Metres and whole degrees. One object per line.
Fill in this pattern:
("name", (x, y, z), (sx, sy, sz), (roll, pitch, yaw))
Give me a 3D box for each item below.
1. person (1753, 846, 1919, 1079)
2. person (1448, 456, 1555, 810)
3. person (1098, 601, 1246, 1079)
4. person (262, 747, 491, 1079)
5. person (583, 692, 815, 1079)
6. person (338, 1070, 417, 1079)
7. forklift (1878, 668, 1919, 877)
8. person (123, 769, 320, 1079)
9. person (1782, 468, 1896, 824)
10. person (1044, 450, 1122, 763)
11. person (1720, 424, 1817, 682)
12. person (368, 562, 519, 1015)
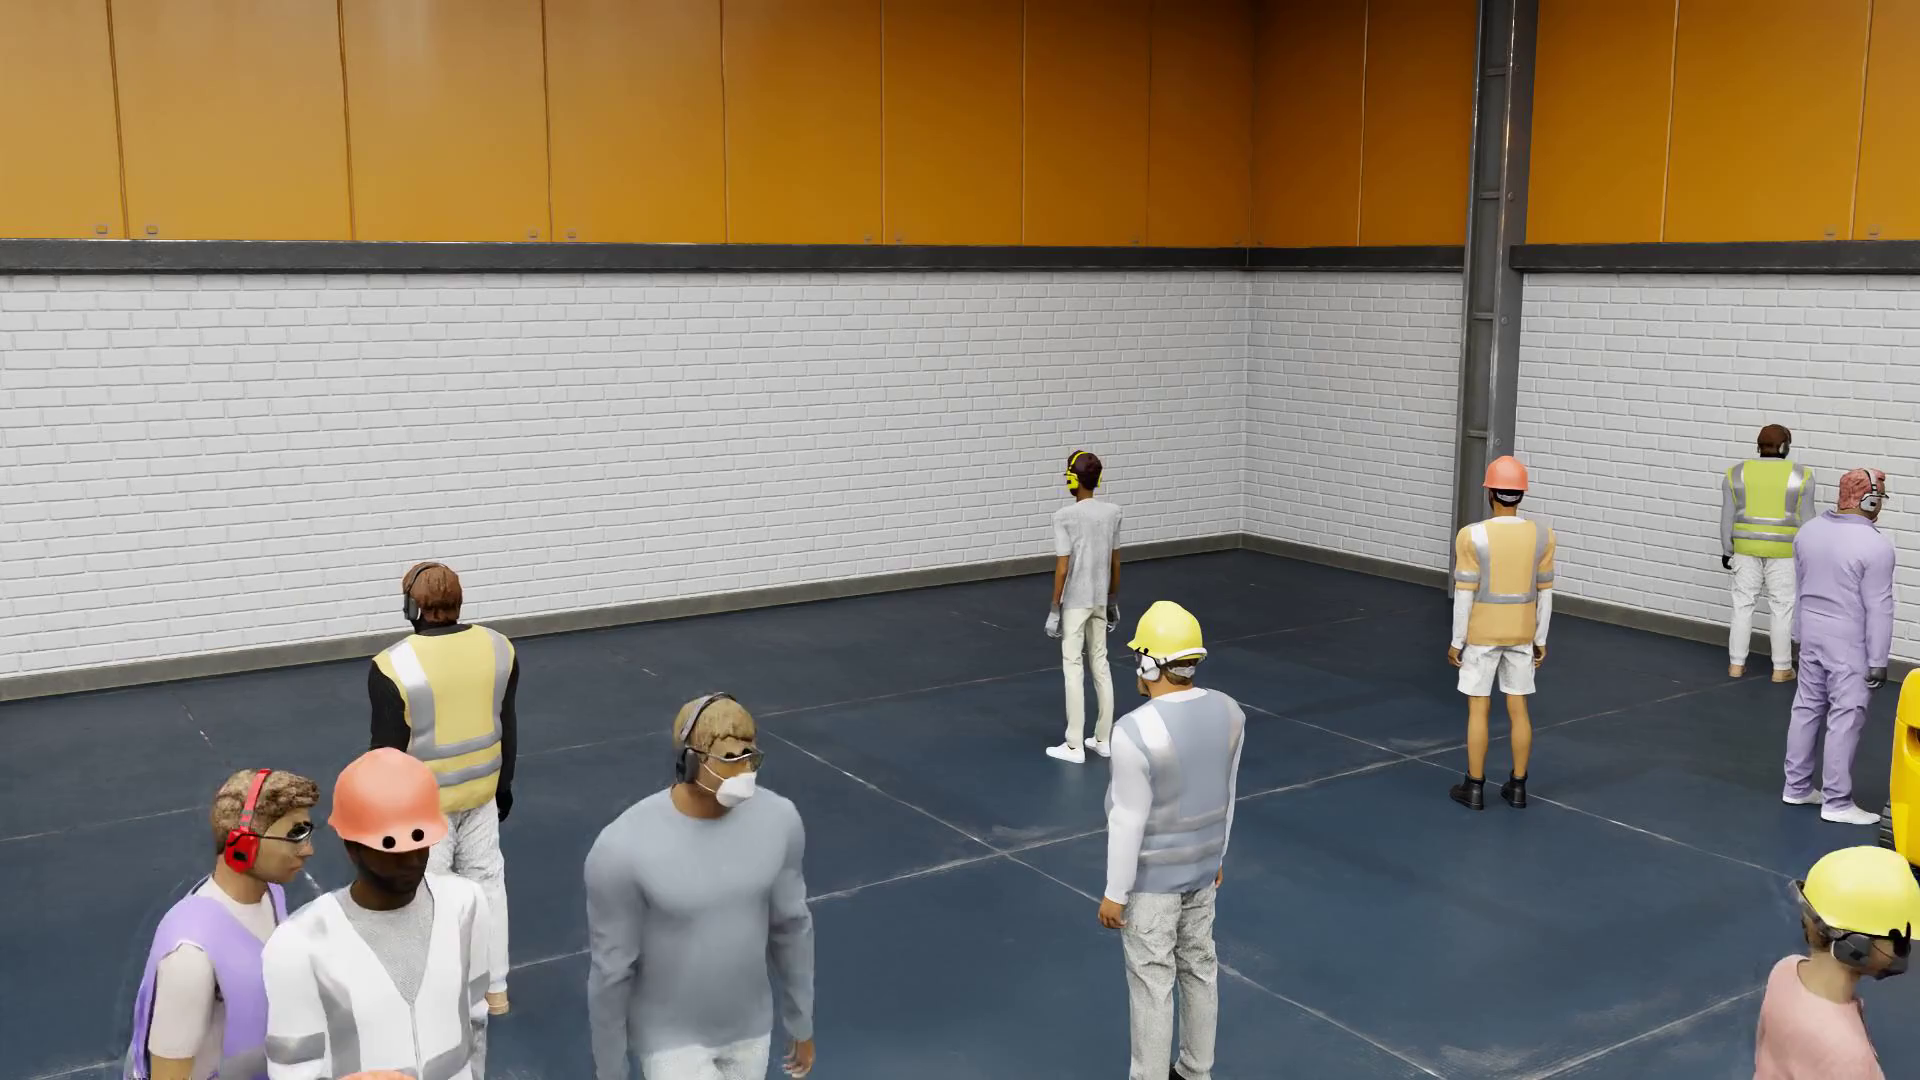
("person", (1.942, 1.509, 3.617), (0.750, 1.739, 0.526), (4, 10, 21))
("person", (2.927, 0.508, 9.057), (0.552, 1.936, 0.358), (-1, 9, -4))
("person", (0.701, 1.114, 5.721), (0.591, 1.833, 0.403), (-8, 13, -41))
("person", (-1.371, 1.383, 3.909), (0.542, 1.914, 0.822), (-9, 13, -42))
("person", (-0.705, 1.303, 4.474), (0.635, 1.888, 1.026), (-8, 12, -39))
("person", (-0.673, 1.646, 2.161), (0.995, 1.958, 0.625), (7, 12, 38))
("forklift", (5.511, 0.571, 7.906), (2.313, 2.155, 1.214), (-6, 11, -33))
("person", (-1.639, 1.427, 3.938), (0.905, 1.791, 0.592), (-2, 10, -11))
("person", (4.727, 0.558, 8.880), (0.403, 1.900, 0.643), (-2, 10, -14))
("person", (0.731, 0.397, 9.941), (0.532, 1.867, 0.316), (-6, 11, -34))
("person", (5.760, 0.092, 11.874), (0.619, 1.838, 0.430), (7, 12, 35))
("person", (-2.001, 0.993, 6.426), (0.429, 1.842, 0.637), (8, 12, 39))
